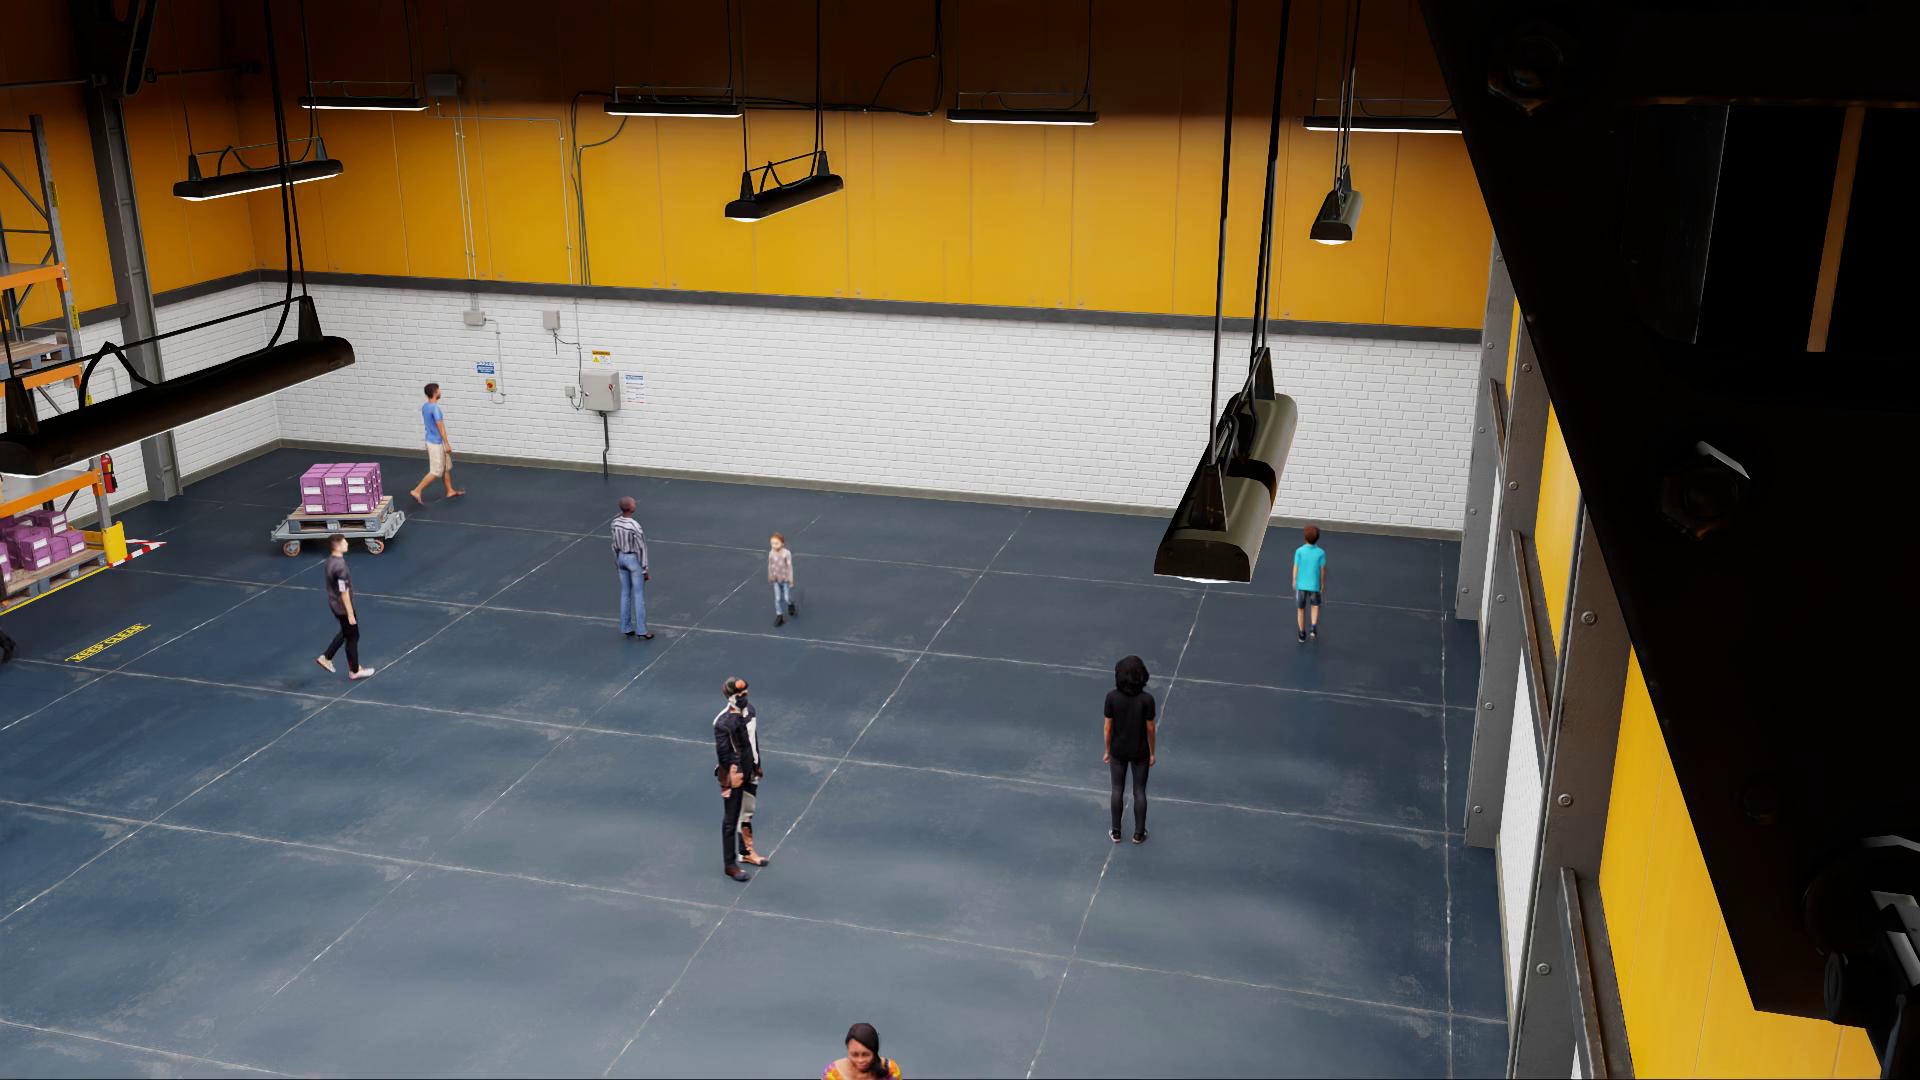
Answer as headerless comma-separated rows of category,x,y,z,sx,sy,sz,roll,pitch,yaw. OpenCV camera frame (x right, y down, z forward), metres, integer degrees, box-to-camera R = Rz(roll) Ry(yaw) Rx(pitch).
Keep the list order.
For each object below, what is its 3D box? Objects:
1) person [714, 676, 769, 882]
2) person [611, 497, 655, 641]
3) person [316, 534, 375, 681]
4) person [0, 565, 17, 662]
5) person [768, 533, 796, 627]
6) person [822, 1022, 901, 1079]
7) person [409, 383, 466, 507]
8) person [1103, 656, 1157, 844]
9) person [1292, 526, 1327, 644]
person,-1.964,2.073,14.741,0.781,1.892,0.599,9,21,26
person,-3.966,0.338,20.045,0.681,1.795,0.629,11,22,30
person,-7.055,0.775,18.812,0.984,1.754,0.926,-10,21,-27
person,-11.216,0.665,19.119,0.879,1.766,1.232,0,19,1
person,-2.192,0.466,20.624,0.482,1.184,0.658,5,19,14
person,-0.594,3.688,10.318,0.742,1.654,0.820,0,19,1
person,-8.026,-1.436,25.246,1.203,1.839,1.089,-13,23,-34
person,1.556,1.919,15.286,0.639,1.837,0.534,4,19,11
person,4.192,0.545,19.985,0.549,1.441,0.552,2,19,6
